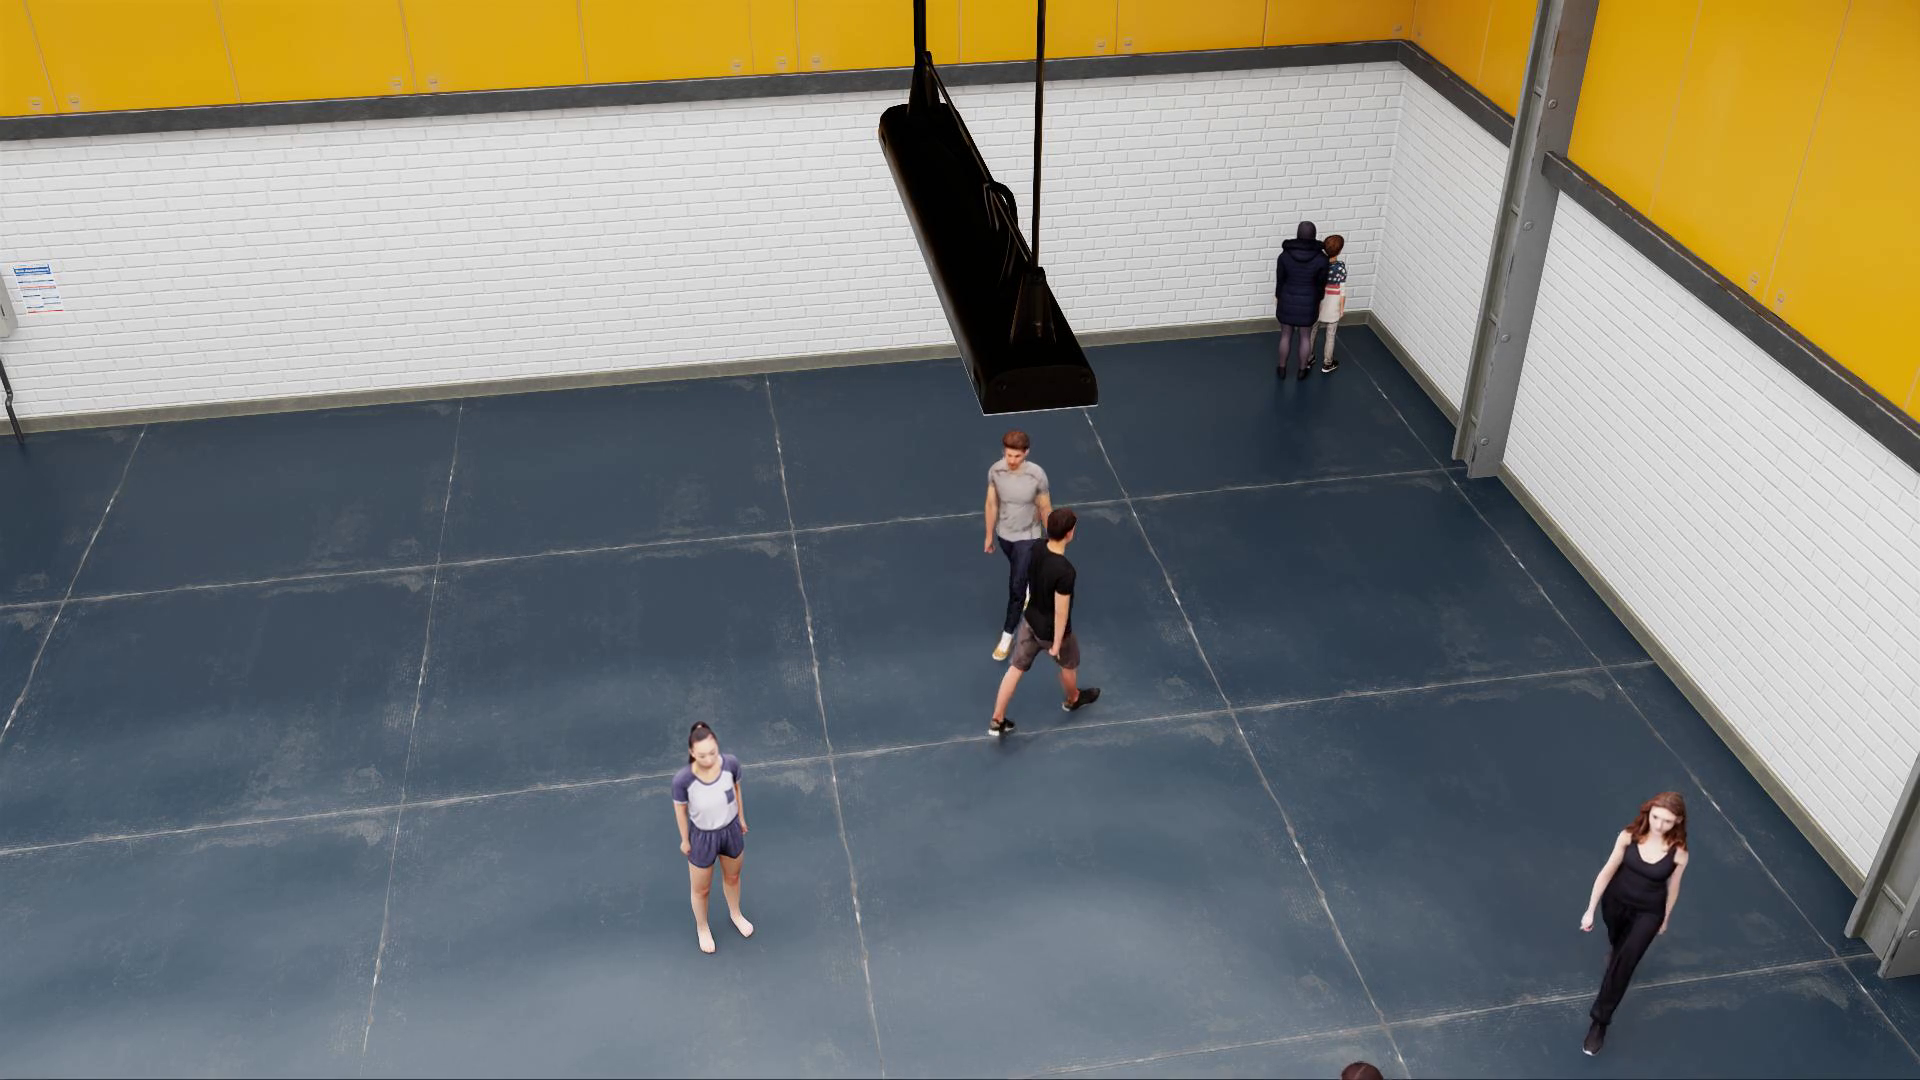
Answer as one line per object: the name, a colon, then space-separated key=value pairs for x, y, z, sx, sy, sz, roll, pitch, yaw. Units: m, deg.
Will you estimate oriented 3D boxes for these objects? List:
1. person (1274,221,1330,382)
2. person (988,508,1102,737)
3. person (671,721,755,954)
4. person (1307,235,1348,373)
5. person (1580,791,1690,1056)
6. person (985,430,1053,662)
person: x=3.334 y=-2.354 z=16.359 sx=0.775 sy=1.674 sz=0.790 roll=9 pitch=35 yaw=13
person: x=0.528 y=0.627 z=11.745 sx=1.104 sy=1.818 sz=1.277 roll=-22 pitch=39 yaw=-29
person: x=-1.511 y=1.798 z=10.133 sx=0.663 sy=1.651 sz=0.648 roll=-20 pitch=38 yaw=-27
person: x=3.658 y=-2.375 z=16.603 sx=0.591 sy=1.439 sz=0.638 roll=18 pitch=38 yaw=25
person: x=3.931 y=2.074 z=9.673 sx=1.113 sy=1.702 sz=1.194 roll=20 pitch=38 yaw=27
person: x=0.481 y=-0.083 z=12.799 sx=1.153 sy=1.834 sz=1.335 roll=14 pitch=36 yaw=20
